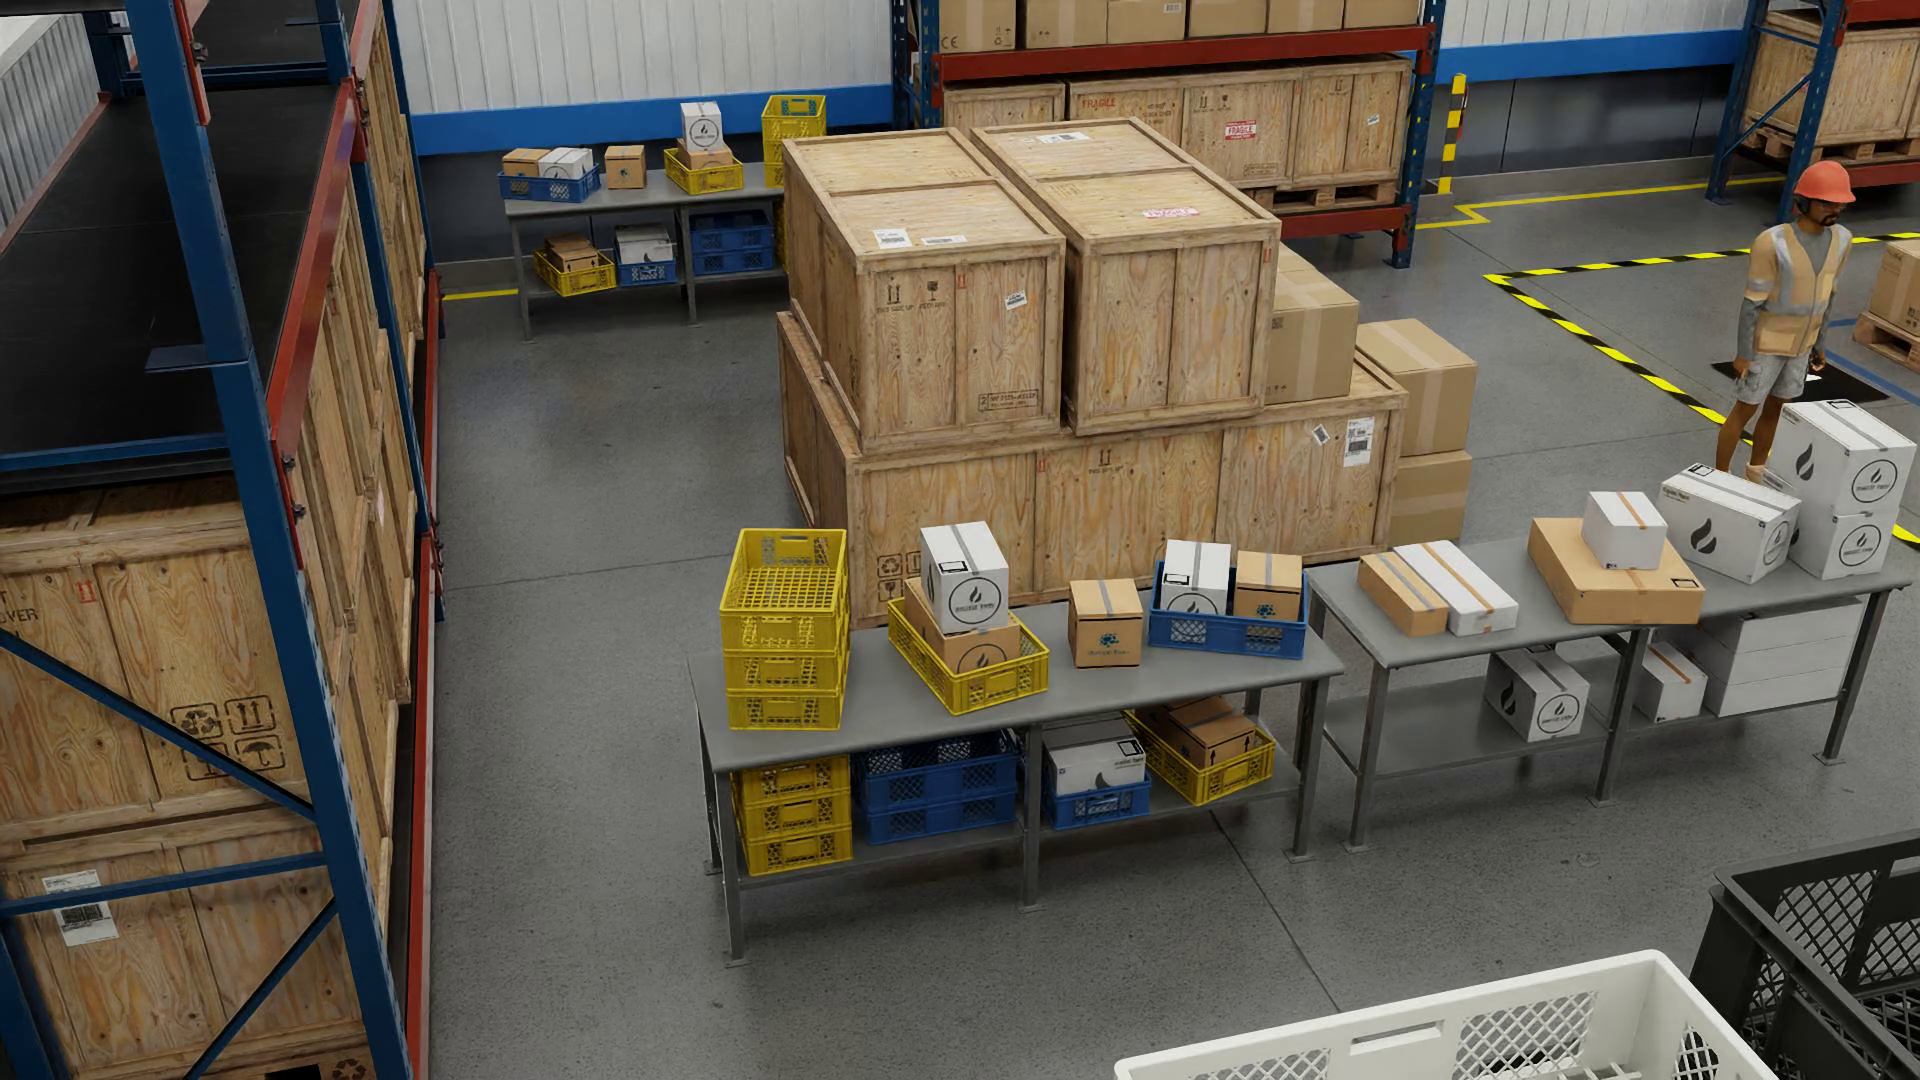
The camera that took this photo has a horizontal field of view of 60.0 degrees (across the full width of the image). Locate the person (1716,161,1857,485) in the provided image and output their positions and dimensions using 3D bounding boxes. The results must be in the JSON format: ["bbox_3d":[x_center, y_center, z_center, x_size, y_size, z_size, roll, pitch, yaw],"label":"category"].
[{"bbox_3d":[4.597,-1.103,9.279,0.606,2.048,0.367,-9,30,-15],"label":"person"}]
